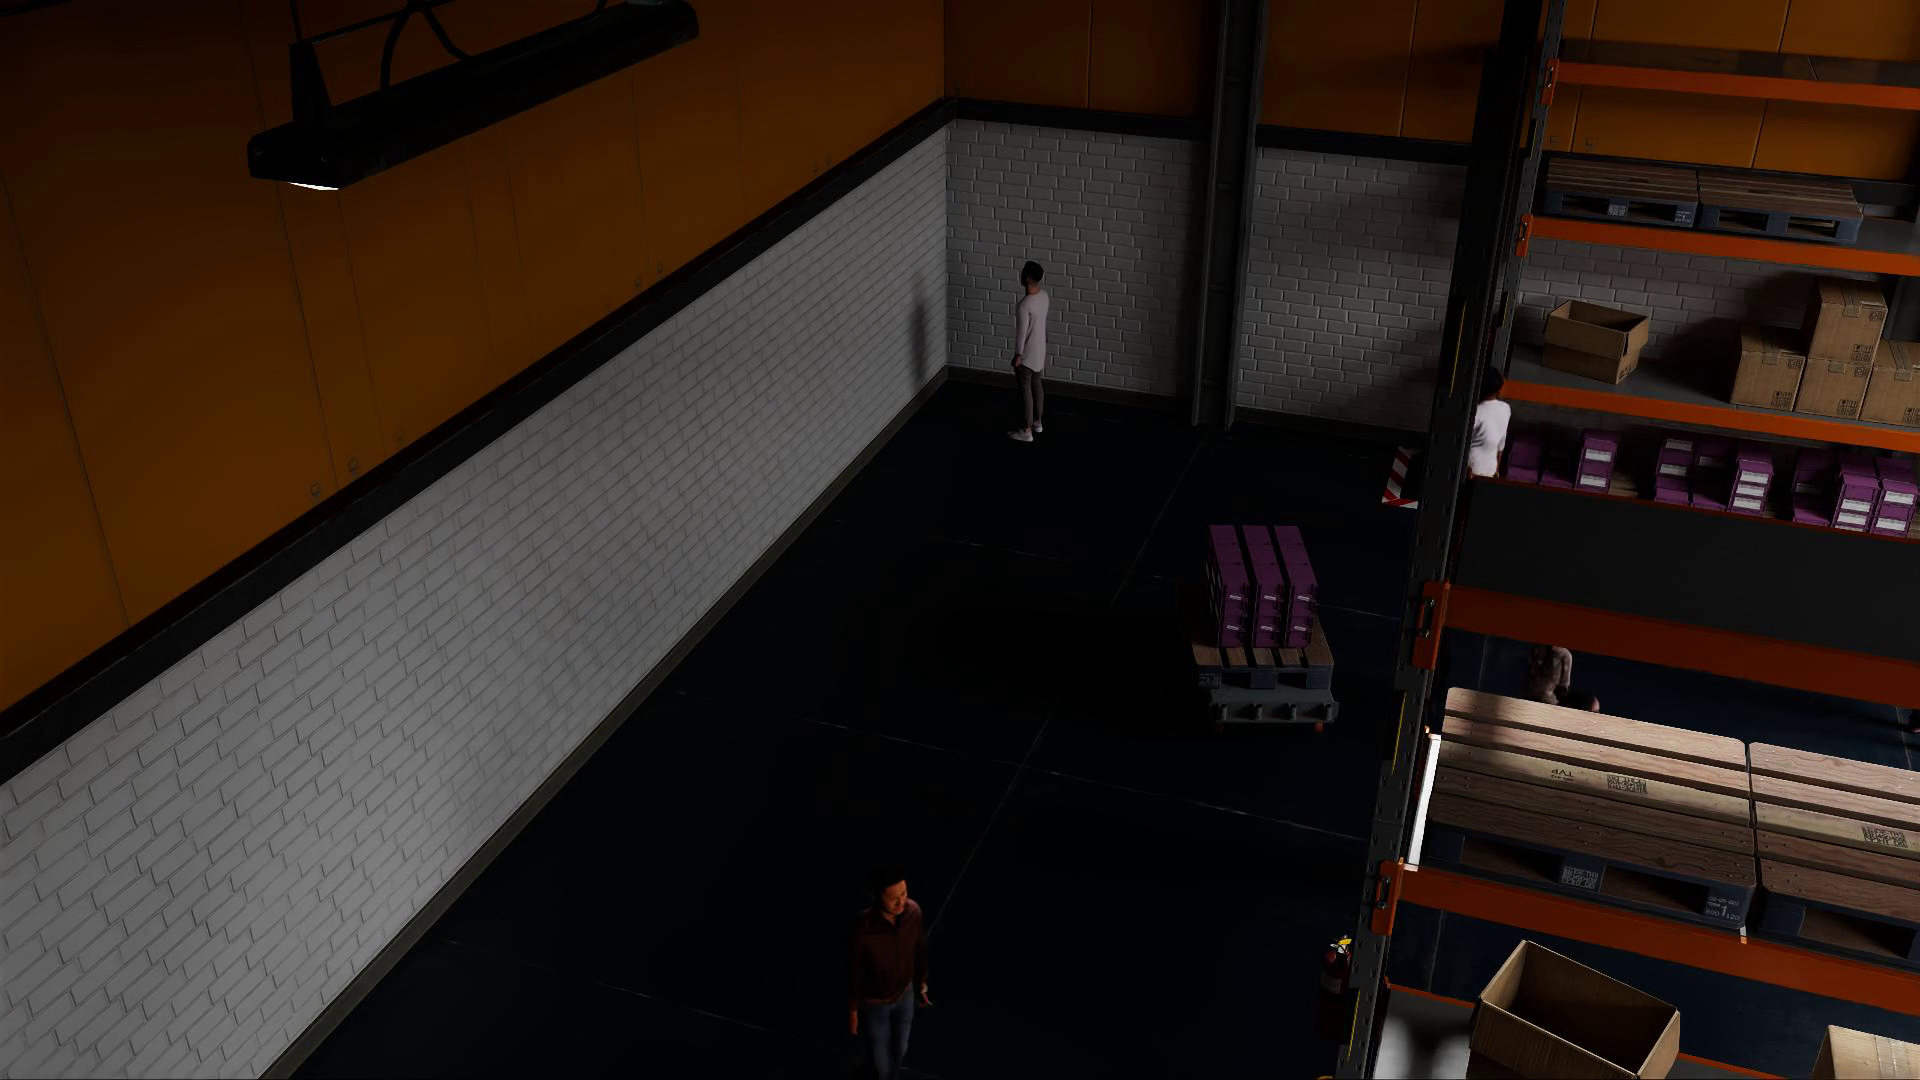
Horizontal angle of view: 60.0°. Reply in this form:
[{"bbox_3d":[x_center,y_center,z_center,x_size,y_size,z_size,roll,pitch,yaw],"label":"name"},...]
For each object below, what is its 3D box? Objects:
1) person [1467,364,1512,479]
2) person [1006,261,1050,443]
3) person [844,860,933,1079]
[{"bbox_3d":[4.423,-0.561,14.102,1.106,1.769,1.252,-17,33,-28],"label":"person"},{"bbox_3d":[0.693,-1.883,16.451,0.618,1.841,0.702,15,32,26],"label":"person"},{"bbox_3d":[-0.453,2.367,8.735,0.802,1.769,0.842,-21,35,-33],"label":"person"}]
